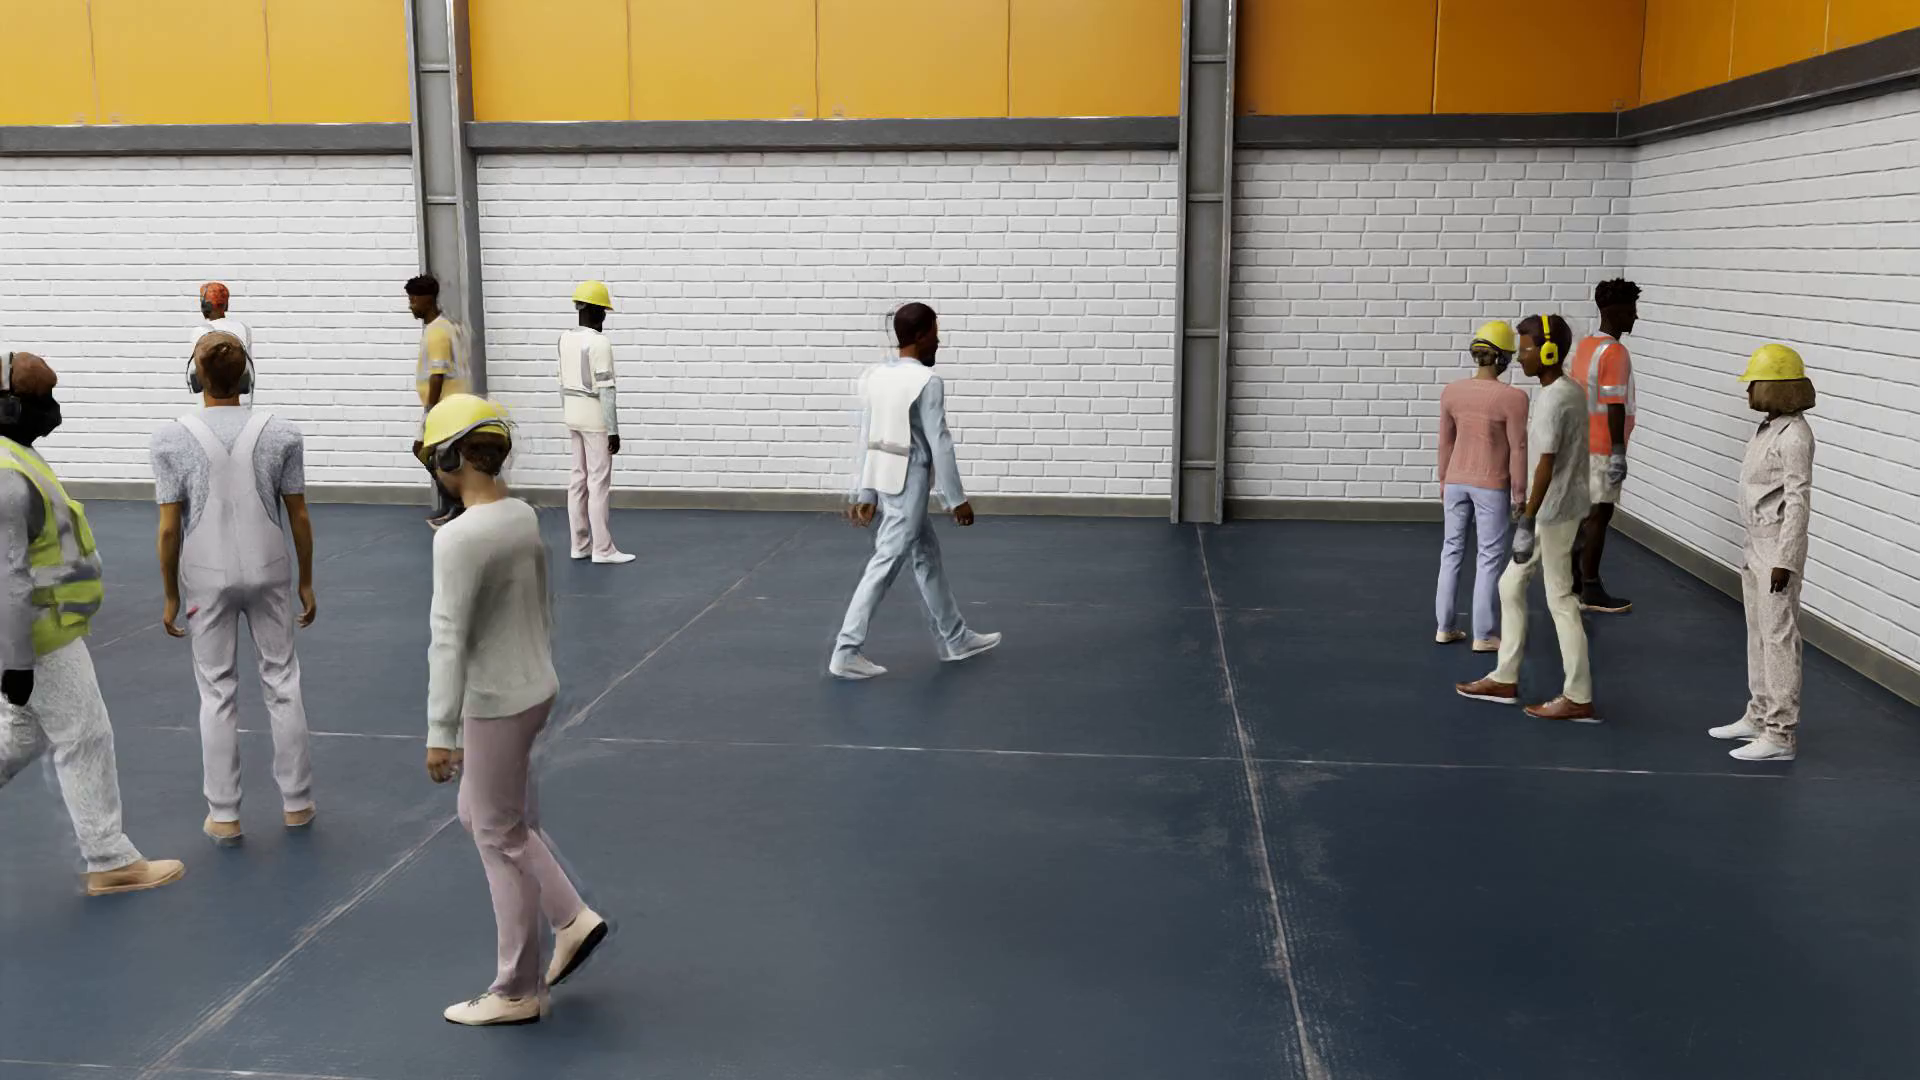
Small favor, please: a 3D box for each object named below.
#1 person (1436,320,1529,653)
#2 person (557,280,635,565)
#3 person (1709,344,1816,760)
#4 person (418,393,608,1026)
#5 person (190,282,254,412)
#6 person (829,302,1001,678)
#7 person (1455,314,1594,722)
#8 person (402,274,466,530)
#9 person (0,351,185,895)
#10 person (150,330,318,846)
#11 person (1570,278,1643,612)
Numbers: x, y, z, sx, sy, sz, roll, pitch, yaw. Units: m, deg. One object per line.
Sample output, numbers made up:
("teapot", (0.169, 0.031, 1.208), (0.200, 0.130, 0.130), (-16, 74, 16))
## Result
("person", (2.775, -0.279, 8.829), (0.345, 1.758, 0.532), (-8, 13, -39))
("person", (-2.492, -0.794, 11.298), (0.371, 1.923, 0.586), (-10, 14, -44))
("person", (3.374, 0.052, 6.968), (0.325, 1.740, 0.492), (2, 10, 11))
("person", (-1.272, 0.468, 4.584), (0.458, 1.731, 0.604), (1, 10, 4))
("person", (-5.575, -1.005, 12.621), (0.358, 1.882, 0.574), (3, 10, 17))
("person", (-0.242, -0.248, 8.345), (1.023, 1.868, 0.590), (-5, 11, -27))
("person", (2.569, -0.098, 7.551), (0.782, 1.836, 0.550), (5, 11, 26))
("person", (-3.945, -1.023, 12.546), (0.492, 1.938, 0.634), (-3, 10, -18))
("person", (-3.062, 0.302, 5.358), (0.807, 1.812, 0.634), (-7, 12, -33))
("person", (-2.590, 0.173, 5.980), (0.515, 1.843, 0.326), (-5, 11, -28))
("person", (3.805, -0.565, 9.858), (0.361, 1.963, 0.613), (0, 10, 0))
